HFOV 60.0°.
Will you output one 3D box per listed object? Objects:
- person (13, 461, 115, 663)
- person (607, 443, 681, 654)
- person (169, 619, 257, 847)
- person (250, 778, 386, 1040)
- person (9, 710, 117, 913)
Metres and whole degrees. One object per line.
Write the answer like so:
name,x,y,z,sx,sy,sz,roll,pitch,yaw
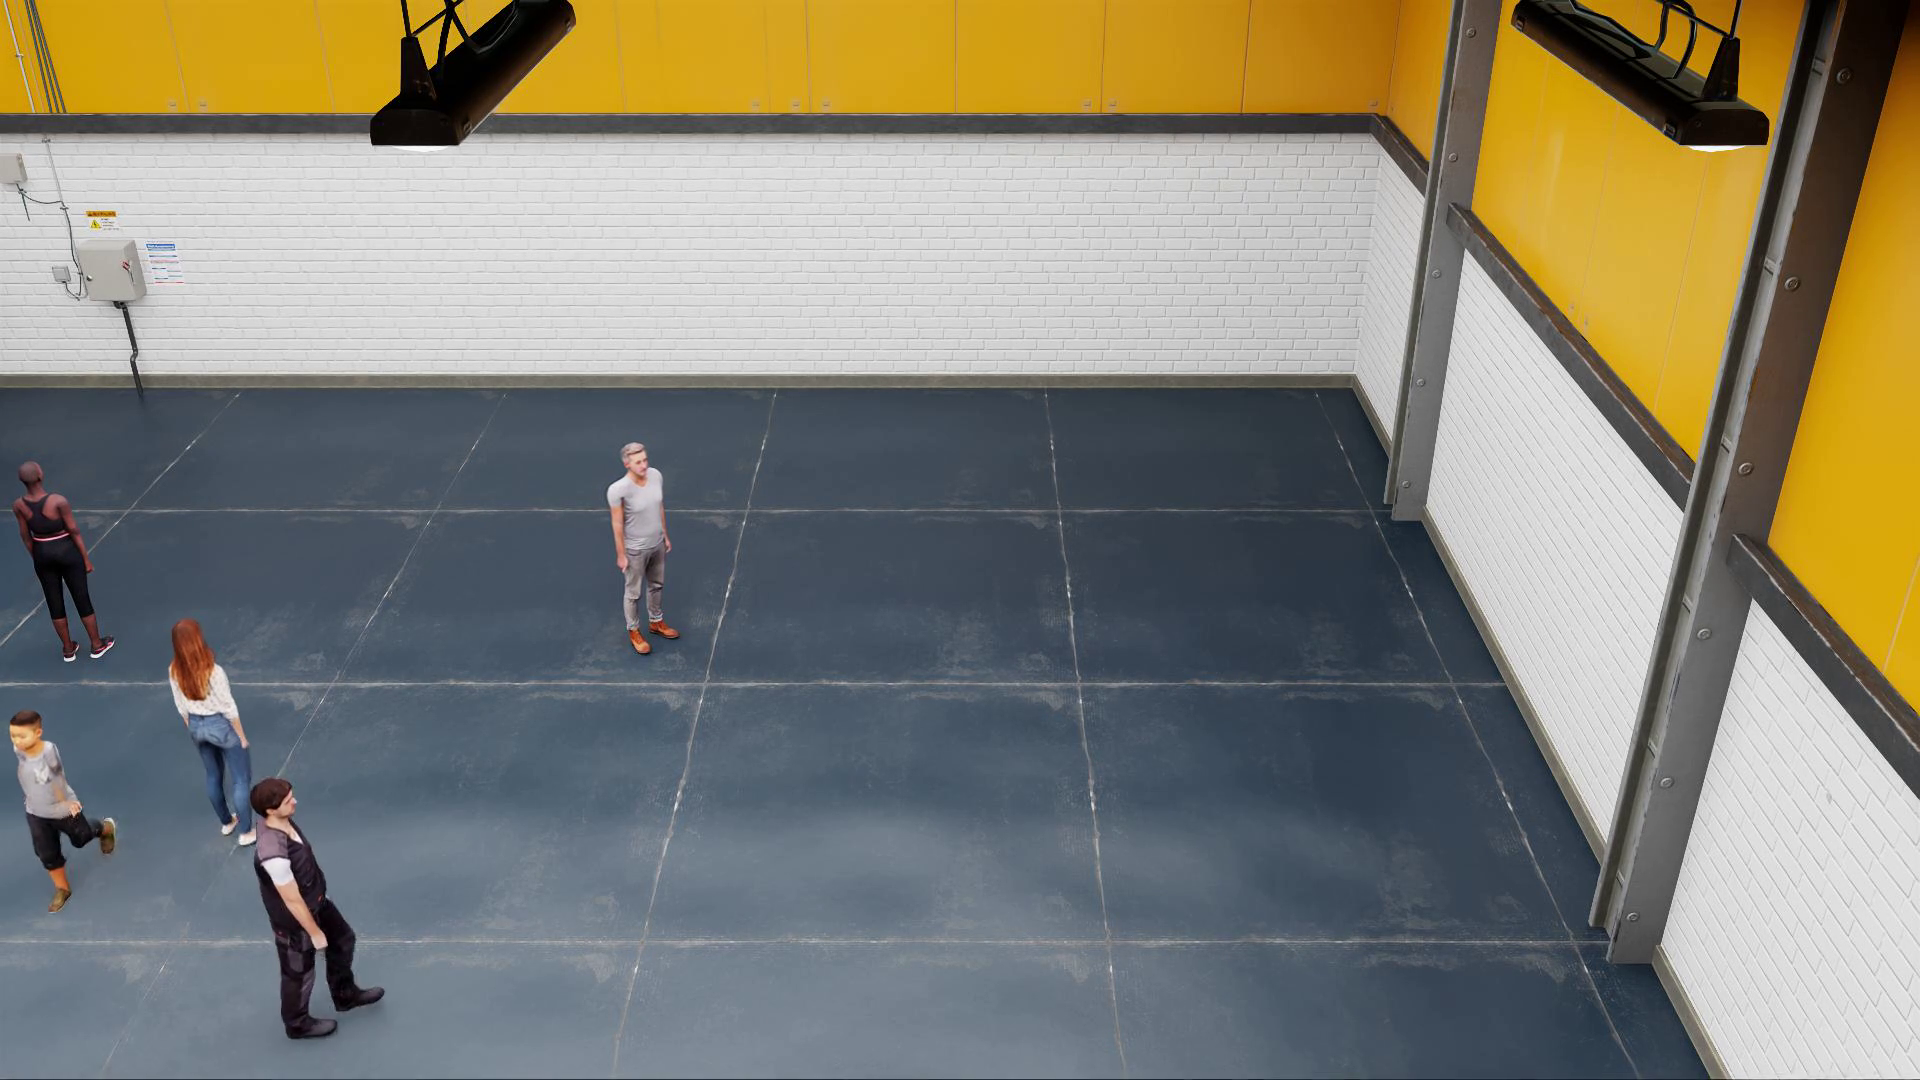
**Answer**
person,-7.235,0.166,13.325,0.619,1.758,0.588,-6,29,-10
person,-2.581,0.027,13.508,0.822,1.828,0.721,20,35,33
person,-5.067,1.296,11.275,0.655,1.737,0.660,6,29,11
person,-3.925,2.159,9.596,0.854,1.830,0.836,-8,30,-14
person,-5.938,1.654,10.932,0.619,1.438,0.968,2,29,3
